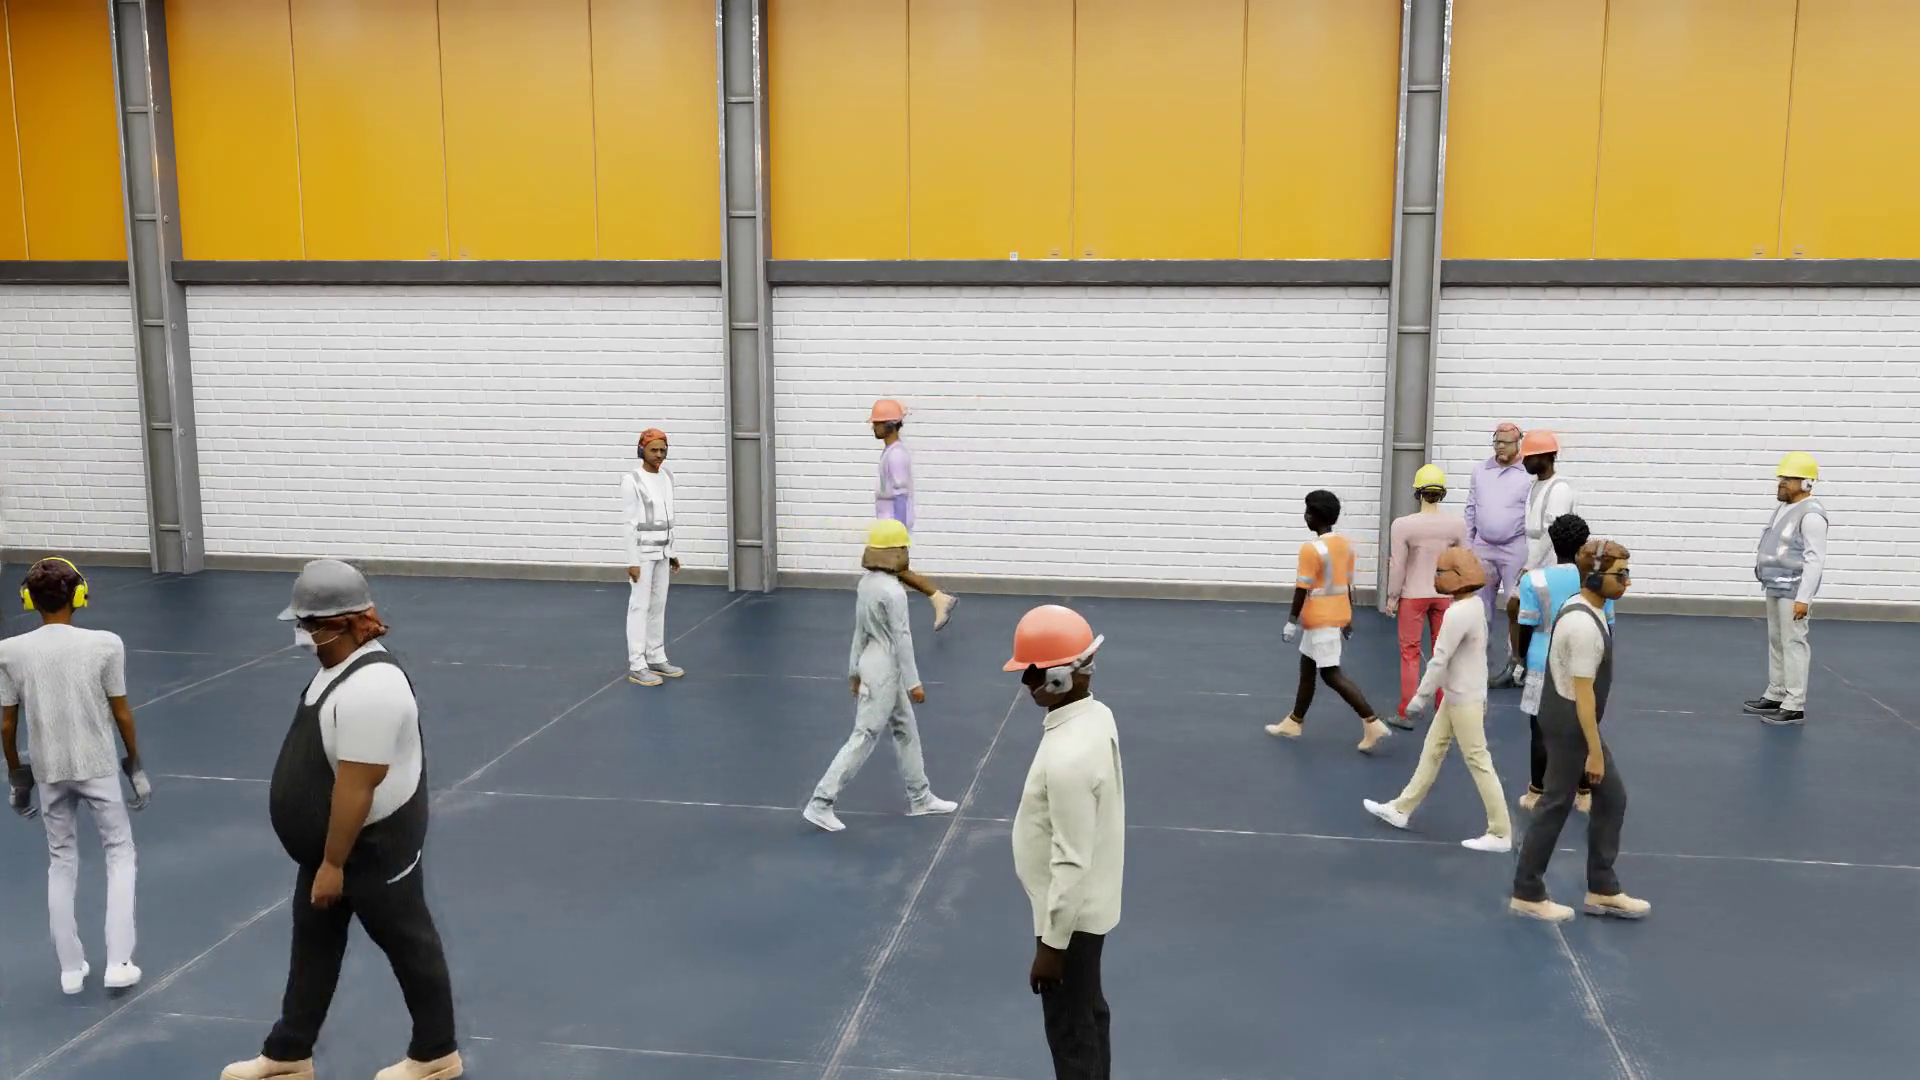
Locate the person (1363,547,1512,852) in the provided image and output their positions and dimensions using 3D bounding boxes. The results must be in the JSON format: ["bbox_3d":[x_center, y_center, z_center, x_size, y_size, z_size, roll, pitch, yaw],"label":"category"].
[{"bbox_3d":[2.554,0.830,8.765,0.830,1.588,0.504,4,10,25],"label":"person"}]

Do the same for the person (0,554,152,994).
[{"bbox_3d":[-3.692,0.988,6.953,0.558,1.861,0.381,-2,9,-10],"label":"person"}]

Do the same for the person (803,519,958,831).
[{"bbox_3d":[-0.458,0.730,9.046,0.895,1.702,0.485,-3,10,-18],"label":"person"}]

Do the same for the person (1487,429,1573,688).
[{"bbox_3d":[4.108,0.164,11.904,0.734,1.899,0.534,-1,9,-8],"label":"person"}]

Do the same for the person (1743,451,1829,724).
[{"bbox_3d":[5.557,0.317,11.176,0.404,1.832,0.601,1,9,6],"label":"person"}]

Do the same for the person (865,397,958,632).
[{"bbox_3d":[-0.448,-0.152,13.521,0.768,2.023,0.612,-1,9,-4],"label":"person"}]

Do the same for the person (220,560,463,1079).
[{"bbox_3d":[-2.287,1.052,6.005,0.919,2.000,0.695,-5,11,-30],"label":"person"}]

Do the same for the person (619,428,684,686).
[{"bbox_3d":[-2.270,0.115,12.270,0.362,1.883,0.575,4,10,25],"label":"person"}]

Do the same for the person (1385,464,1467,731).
[{"bbox_3d":[3.070,0.382,10.990,0.532,1.768,0.311,-1,9,-7],"label":"person"}]

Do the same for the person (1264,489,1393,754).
[{"bbox_3d":[2.360,0.512,10.514,0.849,1.664,0.530,7,11,35],"label":"person"}]

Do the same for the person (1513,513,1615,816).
[{"bbox_3d":[3.345,0.698,9.246,0.540,1.695,0.317,0,9,2],"label":"person"}]

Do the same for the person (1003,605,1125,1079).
[{"bbox_3d":[0.330,1.185,5.356,0.393,1.985,0.611,2,9,11],"label":"person"}]

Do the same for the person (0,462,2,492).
[{"bbox_3d":[-7.599,-0.026,12.676,0.518,2.030,0.648,1,9,9],"label":"person"}]

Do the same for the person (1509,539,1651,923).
[{"bbox_3d":[2.930,0.896,7.638,0.759,1.815,0.546,4,10,22],"label":"person"}]

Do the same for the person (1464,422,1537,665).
[{"bbox_3d":[4.080,0.063,12.526,0.651,1.905,0.409,8,12,42],"label":"person"}]
